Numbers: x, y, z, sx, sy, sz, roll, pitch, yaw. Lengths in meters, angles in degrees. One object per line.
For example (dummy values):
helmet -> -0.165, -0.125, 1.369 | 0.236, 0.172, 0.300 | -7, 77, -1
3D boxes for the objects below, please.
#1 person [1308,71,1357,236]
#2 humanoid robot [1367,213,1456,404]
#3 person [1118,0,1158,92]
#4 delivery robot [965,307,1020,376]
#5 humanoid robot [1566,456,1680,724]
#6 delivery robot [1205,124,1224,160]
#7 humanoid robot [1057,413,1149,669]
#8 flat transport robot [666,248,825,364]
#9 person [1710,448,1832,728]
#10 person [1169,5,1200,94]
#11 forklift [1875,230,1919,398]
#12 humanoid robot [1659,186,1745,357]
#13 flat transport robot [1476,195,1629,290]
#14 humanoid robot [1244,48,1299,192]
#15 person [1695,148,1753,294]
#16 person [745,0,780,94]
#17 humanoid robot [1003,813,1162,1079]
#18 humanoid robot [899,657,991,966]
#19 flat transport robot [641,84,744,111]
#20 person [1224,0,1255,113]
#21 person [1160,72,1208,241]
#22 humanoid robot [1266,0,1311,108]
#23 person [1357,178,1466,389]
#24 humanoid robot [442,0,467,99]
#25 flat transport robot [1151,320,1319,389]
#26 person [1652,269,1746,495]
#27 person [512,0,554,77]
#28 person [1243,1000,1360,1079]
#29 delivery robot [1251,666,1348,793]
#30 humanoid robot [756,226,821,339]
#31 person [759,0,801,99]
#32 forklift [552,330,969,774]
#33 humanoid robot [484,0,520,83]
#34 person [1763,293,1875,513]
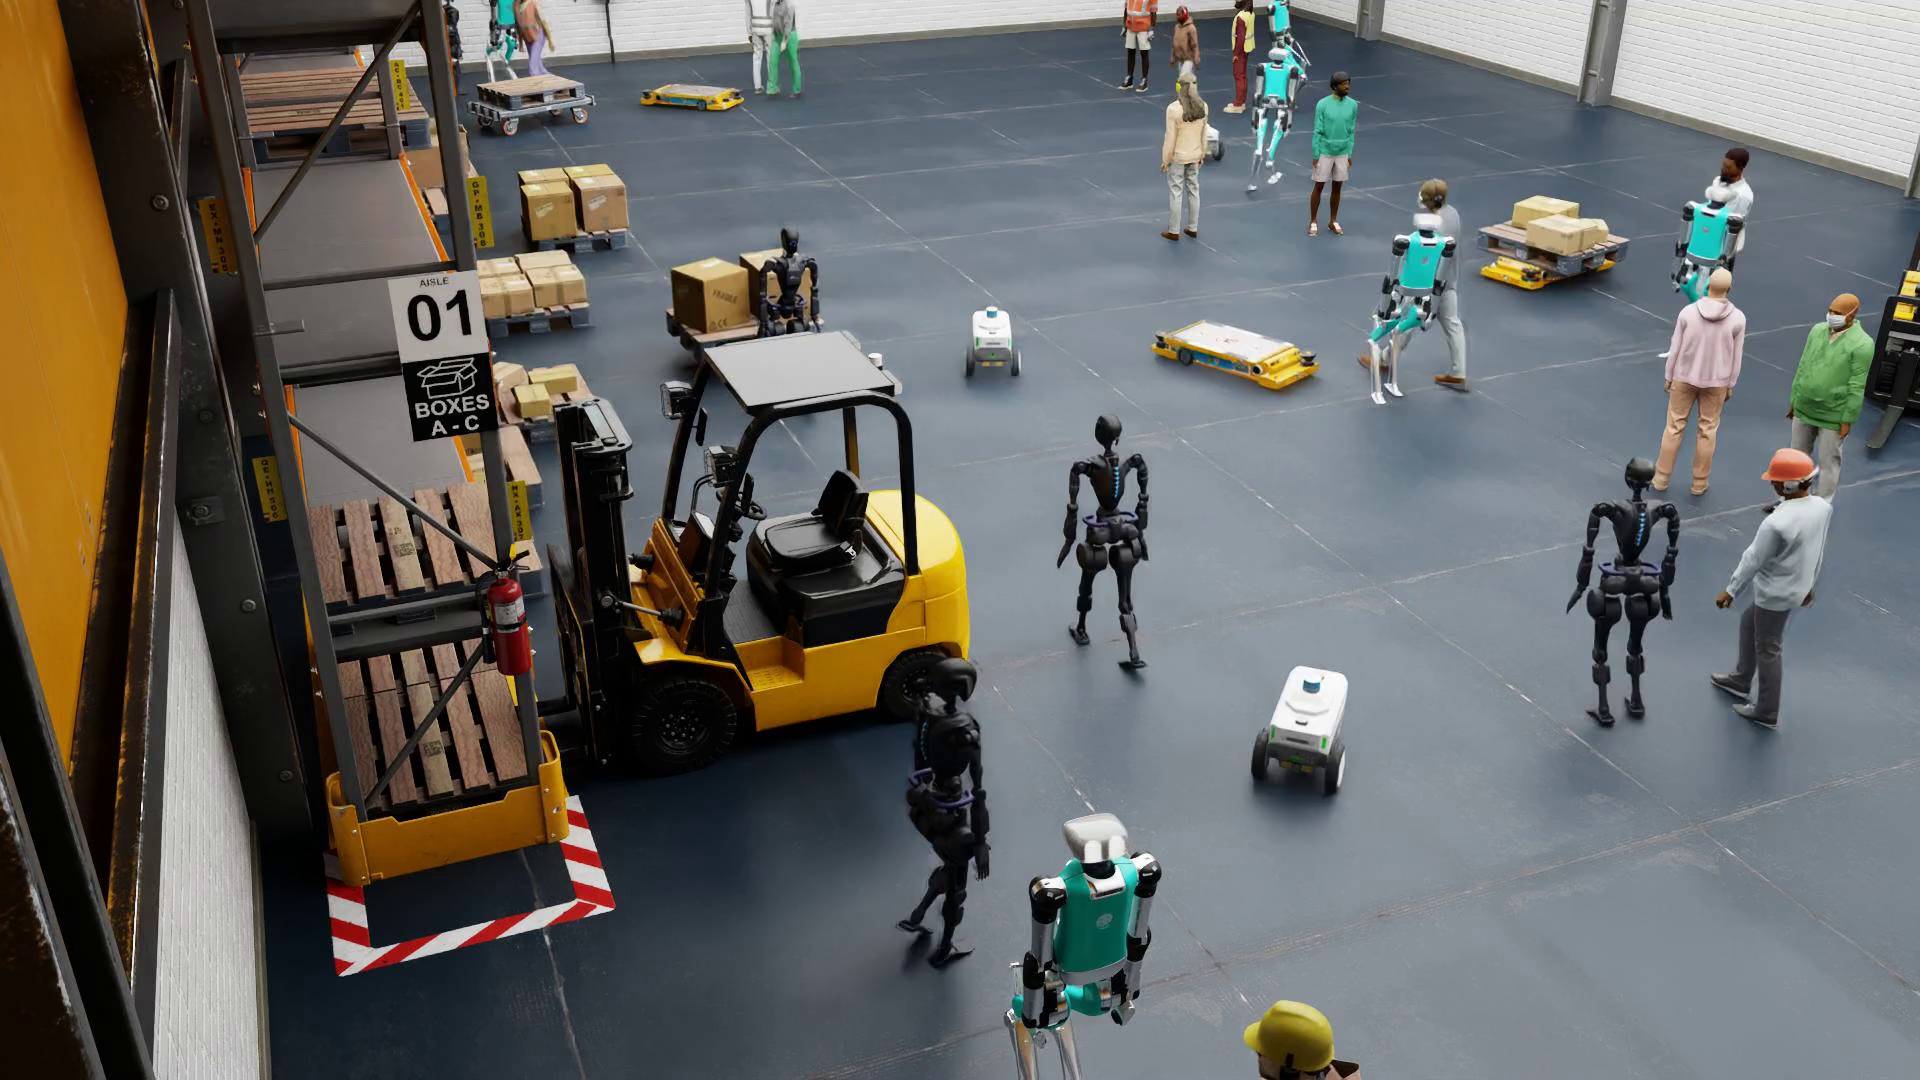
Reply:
person -> 4.254, -4.424, 19.024 | 0.504, 1.852, 0.391 | -4, 27, -8
humanoid robot -> 3.830, -2.039, 14.402 | 0.555, 1.747, 0.847 | -2, 27, -4
person -> 2.805, -8.063, 26.138 | 0.603, 1.966, 0.368 | 20, 33, 34
delivery robot -> 0.293, -1.852, 15.343 | 0.499, 0.586, 0.783 | 0, 27, -1
humanoid robot -> 3.934, 0.302, 9.845 | 0.609, 1.639, 0.413 | 1, 27, 2
delivery robot -> 3.209, -5.431, 22.454 | 0.499, 0.579, 0.753 | -8, 28, -16
humanoid robot -> 0.930, 0.012, 10.443 | 0.601, 1.633, 0.755 | -8, 28, -16
flat transport robot -> -2.014, -1.797, 15.562 | 0.659, 0.231, 1.431 | -13, 29, -23
person -> 4.760, 0.255, 9.858 | 0.570, 1.716, 0.652 | -20, 33, -35
person -> 3.270, -7.014, 24.423 | 0.656, 1.618, 0.479 | -15, 30, -27
forklift -> 9.029, -2.397, 14.618 | 1.214, 2.155, 2.313 | 18, 32, 32
humanoid robot -> 6.802, -2.397, 15.112 | 0.846, 1.770, 0.620 | -23, 34, -37
flat transport robot -> 6.340, -2.983, 17.920 | 1.431, 0.231, 0.659 | -18, 32, -31
humanoid robot -> 3.820, -5.130, 20.561 | 0.536, 1.735, 1.021 | 9, 28, 18
person -> 7.150, -2.753, 15.656 | 0.485, 1.894, 0.639 | -2, 27, -4
person -> -3.066, -7.922, 25.962 | 0.566, 1.878, 0.353 | 8, 28, 16
humanoid robot -> 0.419, 1.723, 6.777 | 0.533, 1.677, 0.735 | -10, 28, -20
humanoid robot -> -0.059, 1.289, 7.855 | 0.348, 1.643, 0.616 | -16, 31, -29
flat transport robot -> -4.102, -6.782, 25.477 | 1.431, 0.231, 0.659 | 9, 28, 18
person -> 4.197, -7.278, 24.794 | 0.369, 1.768, 0.476 | 11, 29, 20
person -> 2.540, -4.328, 18.810 | 0.563, 1.875, 0.390 | -12, 29, -23
humanoid robot -> 4.977, -7.301, 24.870 | 0.842, 1.751, 0.555 | 20, 33, 34
person -> 4.140, -2.279, 14.724 | 0.996, 1.872, 0.649 | 21, 33, 35
humanoid robot -> -7.904, -7.670, 25.702 | 0.457, 1.655, 0.593 | -16, 31, -28
flat transport robot -> 2.542, -1.735, 15.437 | 1.431, 0.231, 0.659 | 23, 35, 38
person -> 5.637, -1.192, 12.672 | 0.519, 1.783, 0.402 | 10, 28, 19
person -> -6.510, -7.644, 25.486 | 0.632, 1.794, 0.815 | 19, 32, 33
person -> 1.109, 2.309, 5.616 | 0.420, 1.864, 0.818 | 5, 27, 10
delivery robot -> 1.993, 1.066, 9.563 | 0.499, 0.607, 0.790 | 10, 28, 19
humanoid robot -> -1.469, -1.890, 14.229 | 0.597, 1.616, 0.811 | -12, 29, -23
person -> -2.782, -7.662, 25.504 | 0.835, 1.810, 0.508 | -24, 35, -39
forklift -> -1.094, 0.010, 9.831 | 2.313, 2.155, 1.214 | -10, 28, -20
humanoid robot -> -7.177, -7.817, 25.910 | 0.532, 1.747, 0.898 | -24, 35, -39
person -> 6.333, -0.955, 12.211 | 0.384, 1.779, 0.546 | -14, 30, -25
